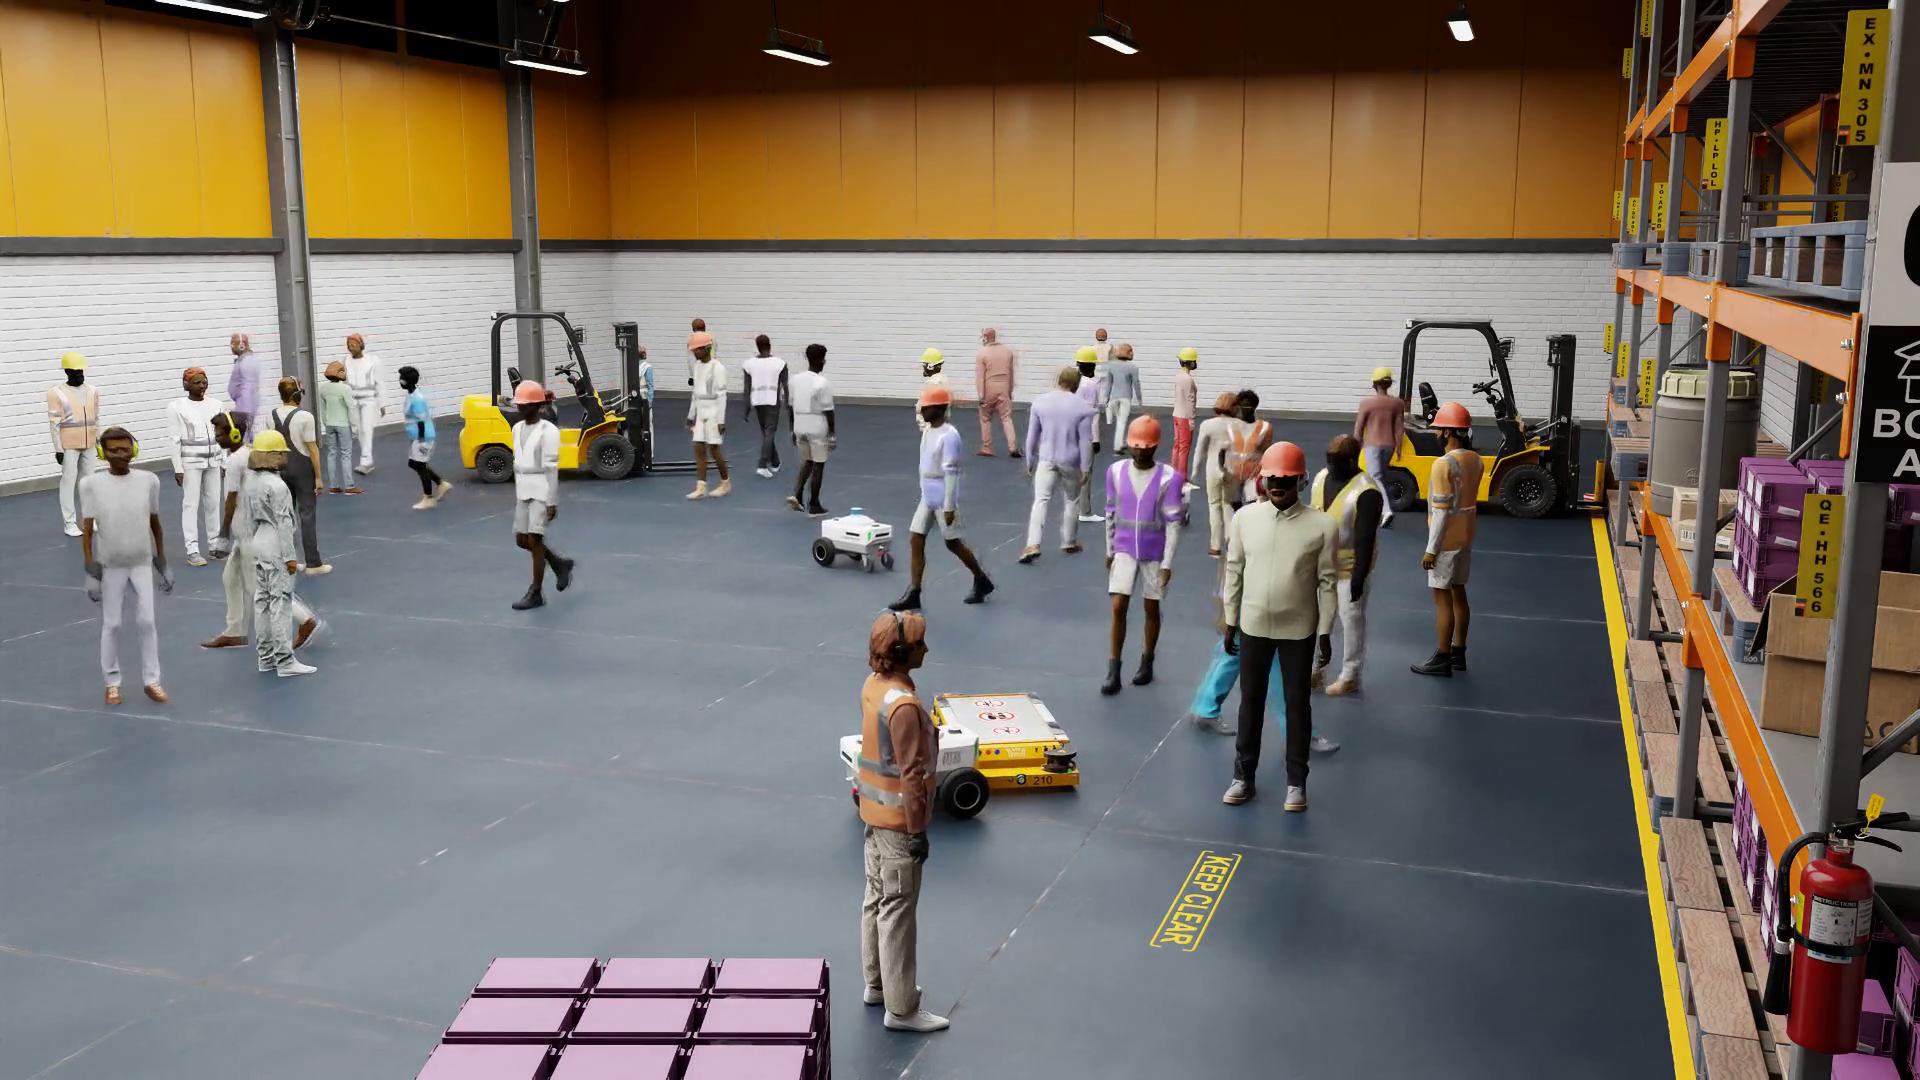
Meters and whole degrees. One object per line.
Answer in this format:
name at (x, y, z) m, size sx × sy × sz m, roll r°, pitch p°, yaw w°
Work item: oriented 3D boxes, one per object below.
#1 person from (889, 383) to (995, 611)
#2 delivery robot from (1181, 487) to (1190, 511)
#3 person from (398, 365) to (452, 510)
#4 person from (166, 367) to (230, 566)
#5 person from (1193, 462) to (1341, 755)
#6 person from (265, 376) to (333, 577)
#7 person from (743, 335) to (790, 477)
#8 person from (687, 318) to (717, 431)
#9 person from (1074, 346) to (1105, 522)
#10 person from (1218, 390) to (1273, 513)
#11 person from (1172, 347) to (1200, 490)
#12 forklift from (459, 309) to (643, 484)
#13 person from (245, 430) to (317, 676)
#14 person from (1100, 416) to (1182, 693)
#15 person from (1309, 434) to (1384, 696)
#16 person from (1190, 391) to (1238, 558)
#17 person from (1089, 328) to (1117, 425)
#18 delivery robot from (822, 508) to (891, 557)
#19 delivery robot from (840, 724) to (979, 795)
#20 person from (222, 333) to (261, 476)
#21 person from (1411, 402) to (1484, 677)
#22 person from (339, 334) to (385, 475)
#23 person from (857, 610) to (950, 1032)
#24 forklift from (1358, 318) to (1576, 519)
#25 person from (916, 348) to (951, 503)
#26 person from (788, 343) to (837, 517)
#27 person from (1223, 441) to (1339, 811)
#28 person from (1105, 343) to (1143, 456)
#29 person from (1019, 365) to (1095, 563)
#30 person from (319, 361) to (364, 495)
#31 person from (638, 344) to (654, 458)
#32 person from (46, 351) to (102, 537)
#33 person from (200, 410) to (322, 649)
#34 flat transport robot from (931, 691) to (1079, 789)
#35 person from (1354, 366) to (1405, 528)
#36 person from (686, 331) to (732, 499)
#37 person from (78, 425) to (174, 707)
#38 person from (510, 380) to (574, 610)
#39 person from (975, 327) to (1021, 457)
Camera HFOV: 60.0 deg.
person at (-0.133, -0.366, 13.891) m, size 0.941 × 1.903 × 0.553 m, roll -6°, pitch 12°, yaw -29°
delivery robot at (2.152, -0.447, 17.854) m, size 0.707 × 0.478 × 0.477 m, roll -10°, pitch 14°, yaw -43°
person at (-6.149, -1.178, 19.058) m, size 0.488 × 1.673 × 0.548 m, roll -5°, pitch 11°, yaw -27°
person at (-7.225, -0.705, 15.838) m, size 0.355 × 1.883 × 0.574 m, roll 6°, pitch 12°, yaw 31°
person at (1.826, 0.379, 10.024) m, size 0.991 × 1.783 × 0.555 m, roll 7°, pitch 12°, yaw 34°
person at (-6.075, -0.580, 15.240) m, size 0.508 × 1.846 × 0.345 m, roll 2°, pitch 10°, yaw 13°
person at (-2.556, -1.777, 21.981) m, size 0.606 × 1.852 × 1.041 m, roll 3°, pitch 10°, yaw 14°
person at (-4.227, -2.689, 27.132) m, size 0.430 × 1.841 × 0.624 m, roll 6°, pitch 12°, yaw 29°
person at (1.358, -1.161, 18.272) m, size 0.372 × 1.928 × 0.584 m, roll -6°, pitch 12°, yaw -29°
person at (2.736, -0.623, 16.042) m, size 0.536 × 1.632 × 0.932 m, roll 3°, pitch 10°, yaw 14°
person at (2.819, -1.512, 20.711) m, size 0.314 × 1.768 × 0.527 m, roll -2°, pitch 10°, yaw -11°
forklift at (-5.354, -1.902, 21.697) m, size 2.313 × 2.155 × 1.214 m, roll -2°, pitch 10°, yaw -13°
person at (-4.829, 0.090, 11.754) m, size 0.484 × 1.743 × 0.300 m, roll 8°, pitch 13°, yaw 39°
person at (1.228, 0.096, 11.284) m, size 0.558 × 1.902 × 0.707 m, roll 4°, pitch 11°, yaw 19°
person at (2.529, 0.189, 11.055) m, size 0.587 × 1.802 × 0.641 m, roll -7°, pitch 12°, yaw -34°
person at (2.540, -0.637, 16.185) m, size 0.536 × 1.609 × 0.370 m, roll -2°, pitch 10°, yaw -9°
person at (2.384, -2.741, 27.991) m, size 0.511 × 1.639 × 0.308 m, roll 0°, pitch 10°, yaw -1°
delivery robot at (-0.975, -0.060, 15.678) m, size 0.707 × 0.478 × 0.477 m, roll 9°, pitch 14°, yaw 42°
delivery robot at (-0.271, 1.148, 8.875) m, size 0.707 × 0.478 × 0.477 m, roll -4°, pitch 11°, yaw -21°
person at (-9.399, -1.787, 21.909) m, size 0.660 × 1.889 × 0.682 m, roll -3°, pitch 10°, yaw -16°
person at (3.433, -0.003, 11.728) m, size 0.362 × 1.938 × 0.545 m, roll 9°, pitch 14°, yaw 42°
person at (-7.964, -1.785, 21.986) m, size 0.603 × 1.850 × 0.808 m, roll 1°, pitch 10°, yaw 5°
person at (-0.242, 1.081, 6.460) m, size 0.309 × 1.641 × 0.512 m, roll -4°, pitch 11°, yaw -19°
forklift at (5.787, -1.437, 19.079) m, size 2.313 × 2.155 × 1.214 m, roll 3°, pitch 11°, yaw 19°
person at (-0.316, -1.336, 19.525) m, size 0.403 × 1.834 × 0.589 m, roll 2°, pitch 10°, yaw 13°
person at (-1.643, -1.220, 18.534) m, size 0.642 × 1.948 × 0.436 m, roll 8°, pitch 13°, yaw 38°
person at (1.711, 0.462, 8.945) m, size 0.611 × 1.996 × 0.378 m, roll 4°, pitch 11°, yaw 22°
person at (2.414, -2.039, 24.098) m, size 0.533 × 1.604 × 0.714 m, roll 8°, pitch 13°, yaw 37°
person at (0.932, -0.722, 15.987) m, size 0.674 × 1.892 × 0.937 m, roll 3°, pitch 10°, yaw 15°
person at (-7.550, -1.363, 20.243) m, size 0.499 × 1.634 × 0.289 m, roll 4°, pitch 11°, yaw 21°
person at (-4.533, -1.958, 23.570) m, size 0.512 × 1.642 × 0.312 m, roll 8°, pitch 13°, yaw 39°
person at (-9.232, -1.011, 17.430) m, size 0.384 × 1.928 × 0.588 m, roll 4°, pitch 11°, yaw 24°
person at (-5.262, -0.064, 12.406) m, size 0.859 × 1.834 × 0.492 m, roll -2°, pitch 10°, yaw -10°
flat transport robot at (0.240, 1.159, 9.874) m, size 0.652 × 0.197 × 1.431 m, roll -1°, pitch 10°, yaw -8°
person at (4.556, -1.010, 17.987) m, size 0.530 × 1.736 × 0.848 m, roll -2°, pitch 10°, yaw -11°
person at (-3.034, -1.492, 19.919) m, size 0.518 × 2.037 × 0.658 m, roll -9°, pitch 13°, yaw -41°
person at (-5.512, 0.163, 10.991) m, size 0.531 × 1.869 × 0.328 m, roll -8°, pitch 13°, yaw -39°
person at (-3.531, -0.391, 13.984) m, size 0.544 × 1.922 × 0.653 m, roll 7°, pitch 12°, yaw 35°
person at (0.536, -2.093, 23.715) m, size 0.665 × 1.872 × 0.694 m, roll -6°, pitch 12°, yaw -29°
